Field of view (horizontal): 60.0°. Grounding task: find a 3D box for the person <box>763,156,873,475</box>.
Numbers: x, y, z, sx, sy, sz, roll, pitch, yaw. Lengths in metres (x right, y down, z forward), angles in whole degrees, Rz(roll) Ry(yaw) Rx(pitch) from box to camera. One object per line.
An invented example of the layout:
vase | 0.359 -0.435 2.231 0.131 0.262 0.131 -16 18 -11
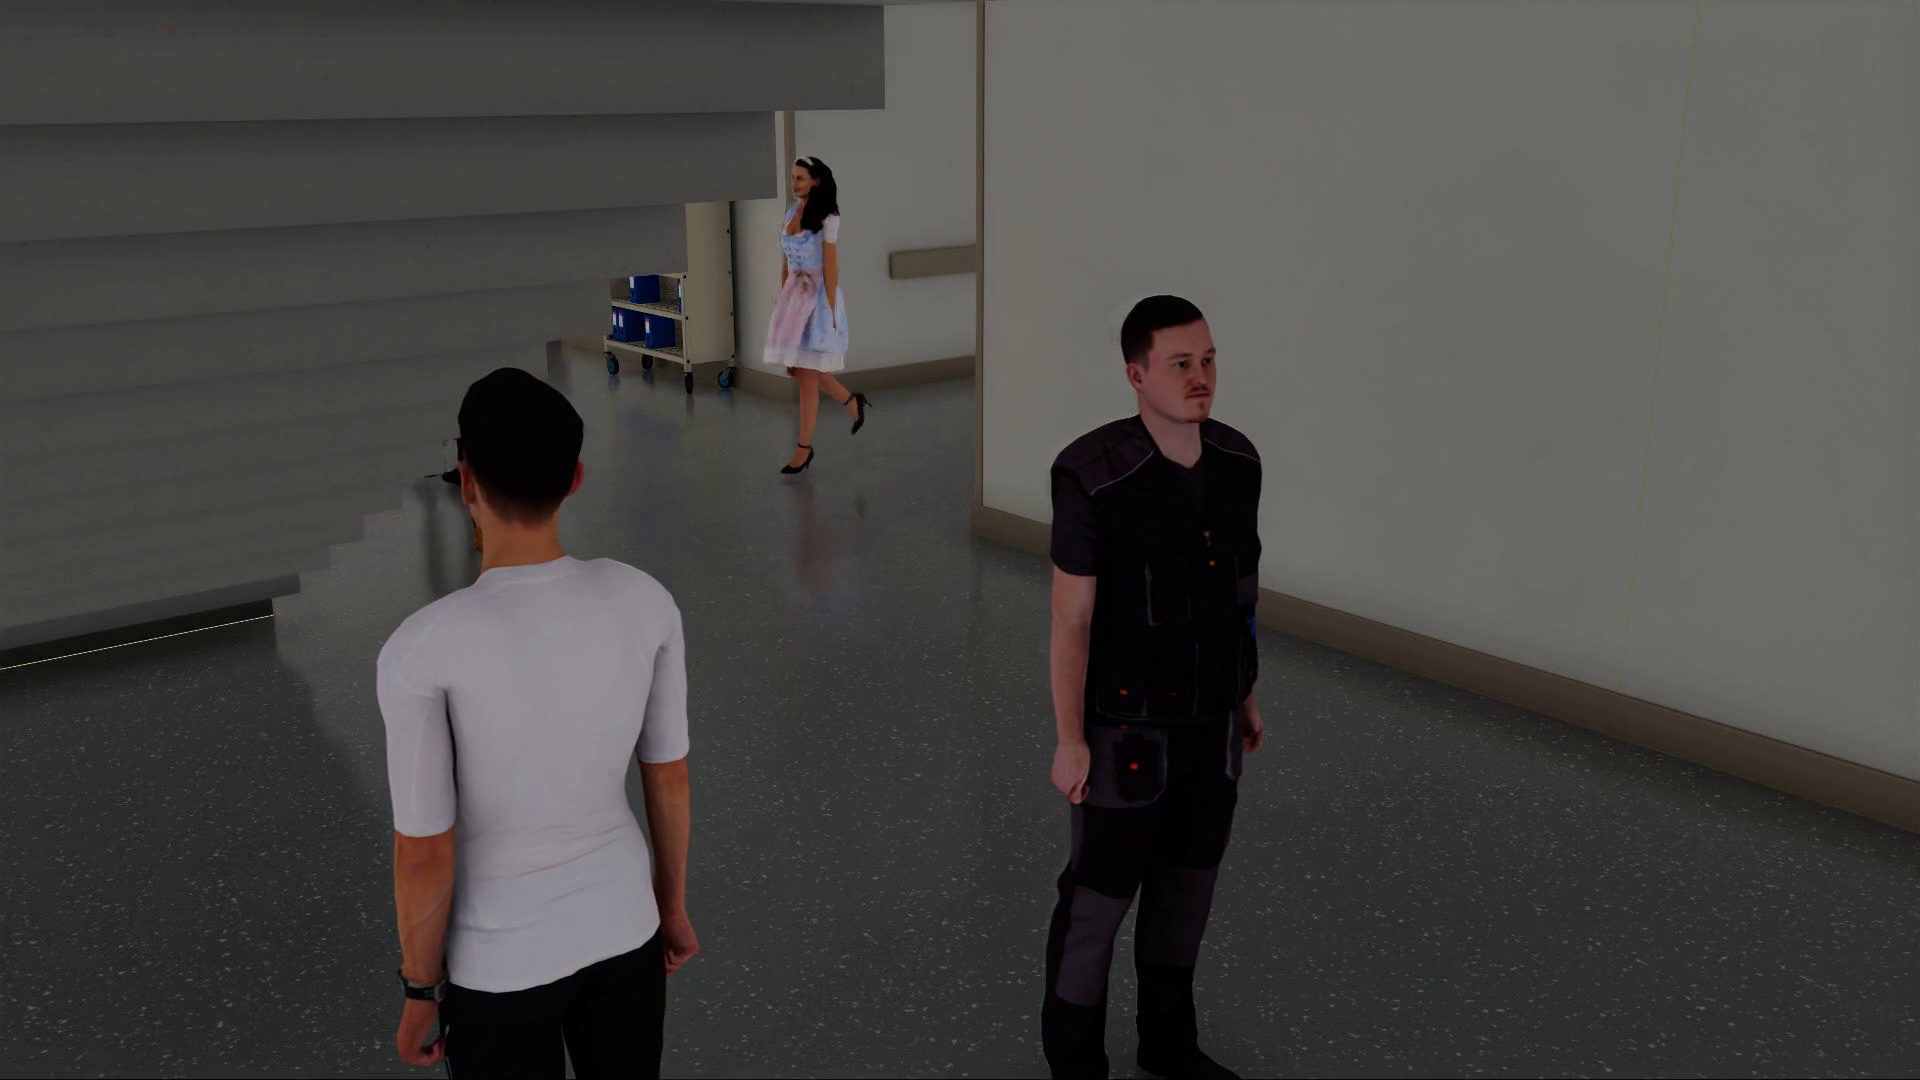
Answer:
person | -0.806 -1.292 9.627 0.745 1.805 0.887 -14 21 -41

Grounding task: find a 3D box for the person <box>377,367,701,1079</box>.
person | -0.652 0.642 2.681 0.668 1.851 0.523 -13 20 -39

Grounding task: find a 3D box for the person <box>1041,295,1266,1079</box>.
person | 0.417 0.392 3.580 0.741 1.845 0.603 -11 19 -33
